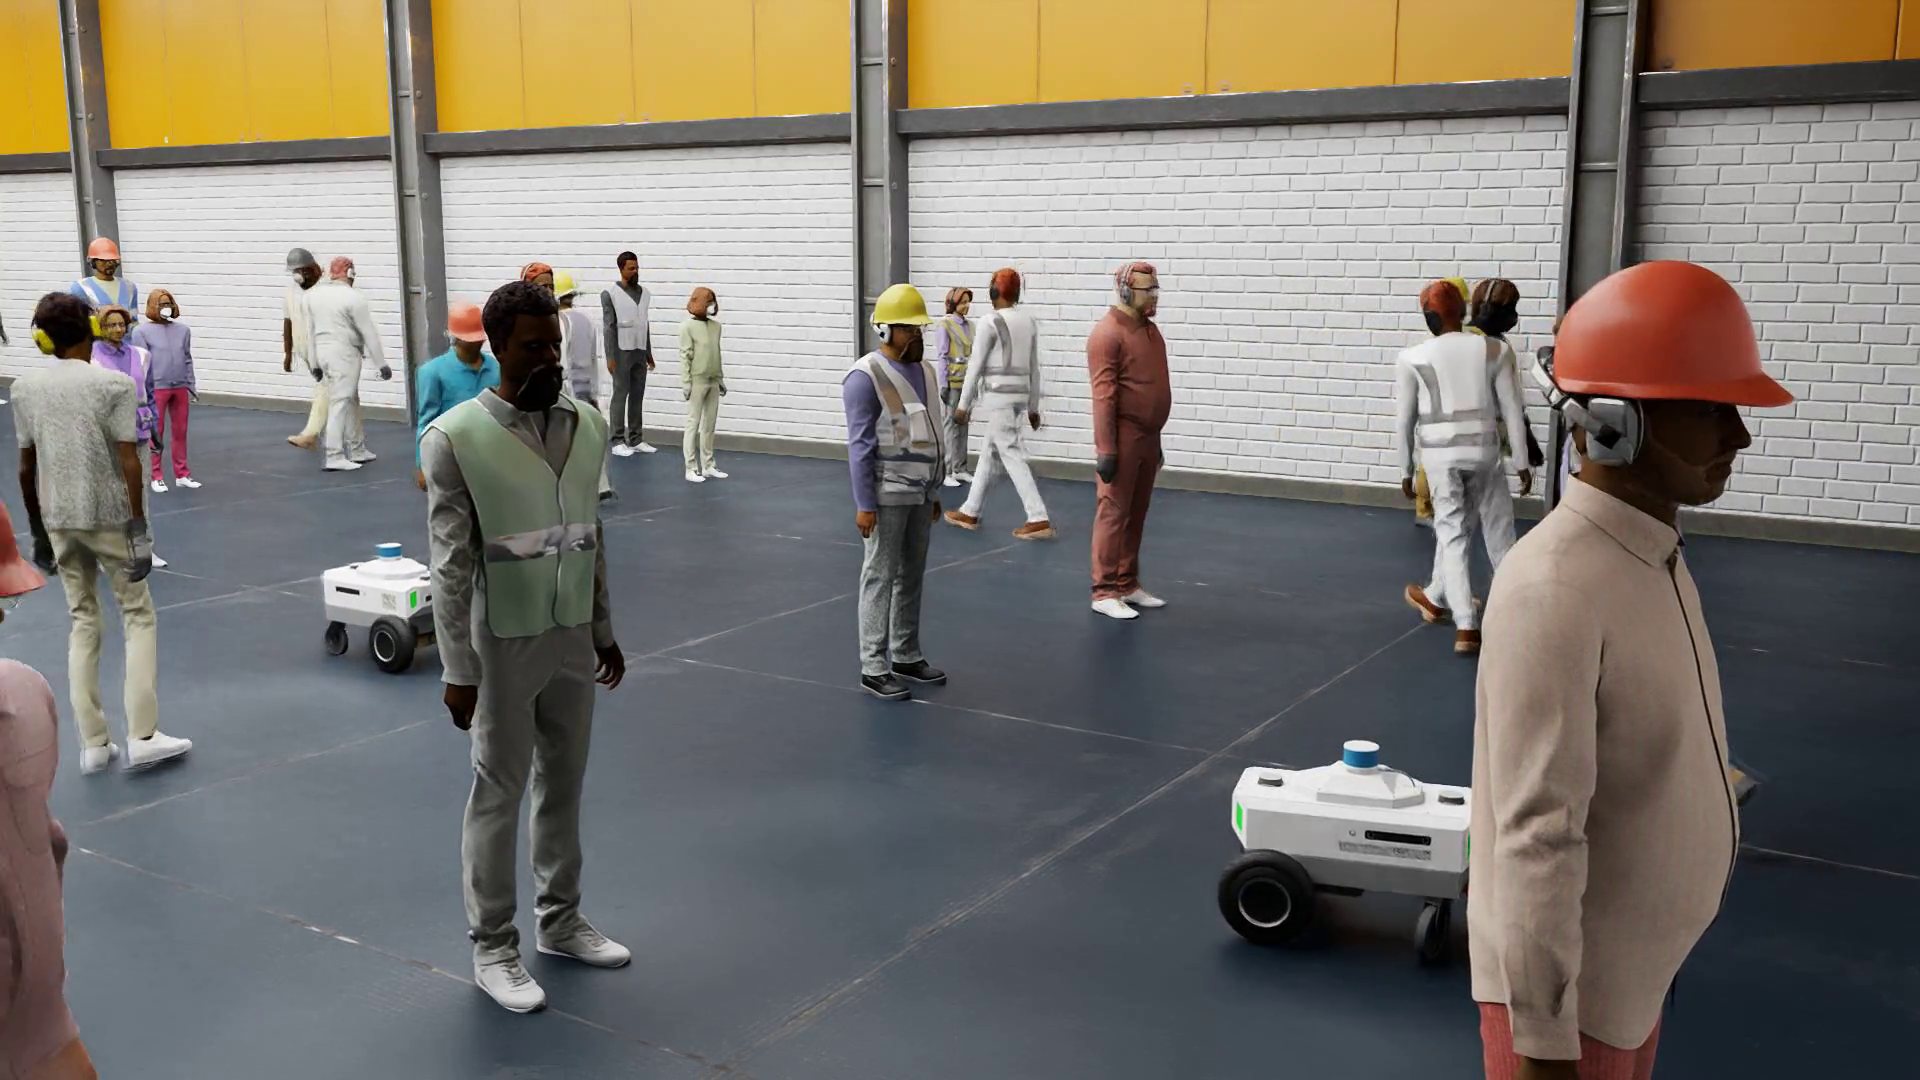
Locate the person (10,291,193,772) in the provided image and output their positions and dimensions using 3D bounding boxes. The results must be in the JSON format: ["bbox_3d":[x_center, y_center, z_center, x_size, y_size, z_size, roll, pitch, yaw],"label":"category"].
[{"bbox_3d":[-3.348,-0.033,6.394,0.555,1.830,0.464,0,10,0],"label":"person"}]

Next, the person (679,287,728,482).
[{"bbox_3d":[-2.161,-1.311,14.027,0.268,1.631,0.509,6,12,32],"label":"person"}]

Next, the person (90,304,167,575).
[{"bbox_3d":[-5.124,-0.615,10.151,0.307,1.639,0.525,6,12,32],"label":"person"}]

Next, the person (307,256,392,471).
[{"bbox_3d":[-5.395,-1.568,14.761,0.676,1.867,0.787,7,12,35],"label":"person"}]

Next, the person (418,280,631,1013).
[{"bbox_3d":[-1.159,0.271,4.470,0.376,1.917,0.600,6,12,32],"label":"person"}]

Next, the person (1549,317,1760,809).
[{"bbox_3d":[2.230,0.144,5.495,0.722,1.813,0.547,7,12,33],"label":"person"}]

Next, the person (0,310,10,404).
[{"bbox_3d":[-11.996,-2.575,20.424,0.352,1.862,0.570,7,12,34],"label":"person"}]

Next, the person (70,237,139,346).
[{"bbox_3d":[-7.663,-1.701,15.047,0.379,2.041,0.616,6,12,32],"label":"person"}]

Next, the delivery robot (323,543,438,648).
[{"bbox_3d":[-2.745,0.259,8.052,0.707,0.478,0.477,6,12,32],"label":"delivery robot"}]

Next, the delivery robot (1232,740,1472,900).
[{"bbox_3d":[1.168,0.832,4.876,0.707,0.478,0.477,3,11,18],"label":"delivery robot"}]

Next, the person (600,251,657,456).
[{"bbox_3d":[-3.135,-1.761,15.727,0.376,1.917,0.600,6,12,32],"label":"person"}]

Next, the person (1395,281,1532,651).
[{"bbox_3d":[2.519,-0.389,8.406,0.641,1.812,0.973,0,10,0],"label":"person"}]

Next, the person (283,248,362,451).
[{"bbox_3d":[-6.237,-1.908,16.200,0.690,2.000,1.102,4,11,20],"label":"person"}]

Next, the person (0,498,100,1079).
[{"bbox_3d":[-1.387,0.744,2.407,0.855,1.708,0.575,3,11,15],"label":"person"}]

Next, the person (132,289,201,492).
[{"bbox_3d":[-6.415,-1.210,13.464,0.267,1.632,0.509,6,12,32],"label":"person"}]

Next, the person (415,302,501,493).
[{"bbox_3d":[-2.729,-0.474,9.245,0.908,1.689,0.579,8,13,38],"label":"person"}]

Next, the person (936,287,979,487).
[{"bbox_3d":[-0.019,-1.265,13.751,0.307,1.639,0.525,6,12,32],"label":"person"}]

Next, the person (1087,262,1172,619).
[{"bbox_3d":[0.947,-0.535,8.994,0.395,1.902,0.674,6,12,31],"label":"person"}]

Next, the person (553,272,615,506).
[{"bbox_3d":[-3.026,-1.143,12.690,0.937,1.790,0.593,3,11,18],"label":"person"}]

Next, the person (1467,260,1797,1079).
[{"bbox_3d":[0.909,0.610,2.375,0.388,1.992,0.625,6,12,32],"label":"person"}]

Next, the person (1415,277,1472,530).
[{"bbox_3d":[3.424,-0.960,11.710,0.316,1.767,0.535,6,12,32],"label":"person"}]

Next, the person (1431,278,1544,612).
[{"bbox_3d":[2.908,-0.474,8.875,0.801,1.813,0.624,6,12,30],"label":"person"}]

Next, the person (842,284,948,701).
[{"bbox_3d":[-0.261,-0.218,7.415,0.404,1.830,0.603,6,12,32],"label":"person"}]

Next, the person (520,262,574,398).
[{"bbox_3d":[-2.637,-0.799,10.493,0.341,1.882,0.587,6,12,32],"label":"person"}]

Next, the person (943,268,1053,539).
[{"bbox_3d":[0.280,-0.937,11.394,0.969,1.837,0.582,7,12,34],"label":"person"}]
